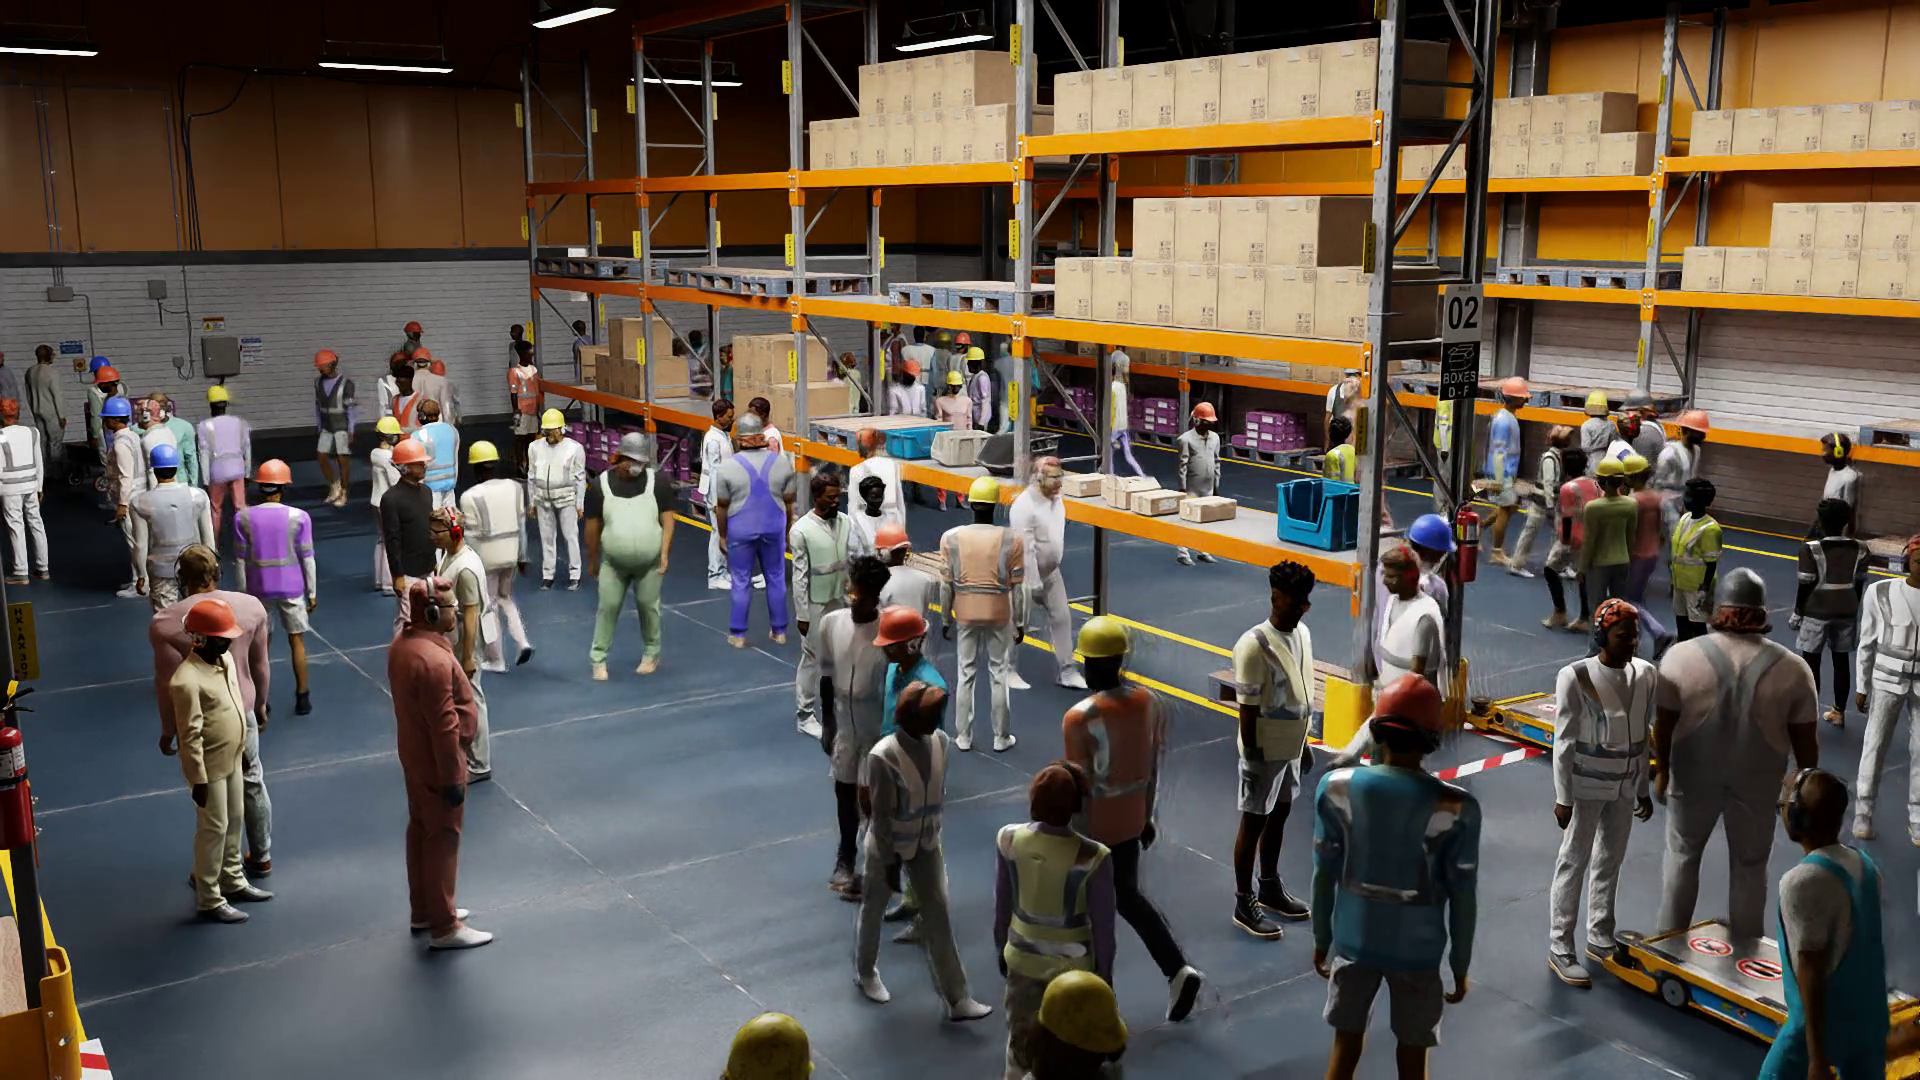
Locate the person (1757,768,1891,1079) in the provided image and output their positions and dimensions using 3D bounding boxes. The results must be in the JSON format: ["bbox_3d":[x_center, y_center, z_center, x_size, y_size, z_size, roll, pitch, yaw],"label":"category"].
[{"bbox_3d":[3.031,1.703,5.846,0.550,1.765,1.001,-6,12,-27],"label":"person"}]

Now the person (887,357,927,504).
[{"bbox_3d":[-0.700,-1.419,21.511,0.586,1.940,0.618,-6,13,-28],"label":"person"}]

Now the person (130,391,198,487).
[{"bbox_3d":[-8.132,-0.564,17.033,0.629,1.931,0.364,-5,12,-23],"label":"person"}]

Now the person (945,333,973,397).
[{"bbox_3d":[0.025,-2.193,25.370,0.385,1.929,0.543,-10,15,-41],"label":"person"}]

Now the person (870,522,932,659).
[{"bbox_3d":[-0.465,0.740,10.852,0.606,1.726,0.619,-10,15,-41],"label":"person"}]

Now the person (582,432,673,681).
[{"bbox_3d":[-2.645,0.106,13.312,0.710,2.000,0.539,-3,11,-14],"label":"person"}]

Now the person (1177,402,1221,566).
[{"bbox_3d":[2.553,-0.593,17.654,0.568,1.743,0.350,-7,13,-30],"label":"person"}]

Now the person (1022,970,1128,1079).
[{"bbox_3d":[0.253,1.955,4.759,0.892,1.691,0.562,8,14,37],"label":"person"}]

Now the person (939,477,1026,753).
[{"bbox_3d":[0.158,0.518,11.489,0.594,1.926,0.367,1,11,6],"label":"person"}]

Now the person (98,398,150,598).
[{"bbox_3d":[-8.106,-0.412,16.194,0.389,1.949,0.604,-3,12,-17],"label":"person"}]

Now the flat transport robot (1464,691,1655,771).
[{"bbox_3d":[4.309,1.319,11.641,0.652,0.197,1.431,-6,13,-30],"label":"flat transport robot"}]

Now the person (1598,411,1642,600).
[{"bbox_3d":[6.341,-0.322,15.986,0.379,1.849,0.570,3,11,13],"label":"person"}]

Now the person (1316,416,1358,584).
[{"bbox_3d":[3.819,-0.405,16.809,0.319,1.696,0.532,8,14,35],"label":"person"}]

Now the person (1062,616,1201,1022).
[{"bbox_3d":[0.735,1.295,7.614,0.593,1.900,0.769,-9,14,-39],"label":"person"}]

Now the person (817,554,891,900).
[{"bbox_3d":[-0.507,1.011,8.986,0.612,1.928,0.448,6,13,30],"label":"person"}]

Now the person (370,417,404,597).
[{"bbox_3d":[-5.580,-0.329,16.273,0.357,1.757,0.525,-9,15,-40],"label":"person"}]

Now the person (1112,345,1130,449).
[{"bbox_3d":[2.521,-2.359,26.465,0.339,1.833,0.522,-7,13,-33],"label":"person"}]

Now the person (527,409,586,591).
[{"bbox_3d":[-3.987,-0.394,16.441,0.586,1.824,0.404,1,11,8],"label":"person"}]

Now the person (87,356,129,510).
[{"bbox_3d":[-10.742,-1.353,21.023,0.391,1.944,0.603,3,12,16],"label":"person"}]

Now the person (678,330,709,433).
[{"bbox_3d":[-4.409,-2.573,27.639,0.654,1.794,0.927,5,12,25],"label":"person"}]

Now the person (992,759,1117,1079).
[{"bbox_3d":[0.354,1.654,6.447,0.526,1.631,0.316,7,13,30],"label":"person"}]

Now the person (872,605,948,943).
[{"bbox_3d":[-0.270,1.184,8.569,0.355,1.739,0.571,-5,12,-25],"label":"person"}]

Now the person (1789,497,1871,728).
[{"bbox_3d":[6.258,0.535,12.008,0.532,1.693,0.319,-1,11,-6],"label":"person"}]

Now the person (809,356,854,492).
[{"bbox_3d":[-1.690,-1.541,22.252,0.607,1.844,0.543,0,11,1],"label":"person"}]

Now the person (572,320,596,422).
[{"bbox_3d":[-6.436,-2.797,28.458,0.374,1.933,0.625,2,11,11],"label":"person"}]

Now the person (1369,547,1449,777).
[{"bbox_3d":[2.648,0.923,9.728,0.603,1.814,0.575,-2,11,-8],"label":"person"}]

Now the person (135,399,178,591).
[{"bbox_3d":[-7.947,-0.441,16.455,0.399,1.908,0.643,-2,11,-12],"label":"person"}]

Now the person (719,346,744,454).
[{"bbox_3d":[-3.282,-1.892,24.075,0.387,1.837,0.560,-5,12,-26],"label":"person"}]

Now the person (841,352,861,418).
[{"bbox_3d":[-1.688,-2.044,25.357,0.265,1.631,0.507,7,13,31],"label":"person"}]

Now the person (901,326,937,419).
[{"bbox_3d":[-0.666,-2.524,27.090,0.597,1.915,0.370,1,11,4],"label":"person"}]

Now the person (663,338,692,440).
[{"bbox_3d":[-4.327,-2.185,25.567,0.411,1.828,0.519,5,12,25],"label":"person"}]

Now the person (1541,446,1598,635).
[{"bbox_3d":[5.413,-0.004,14.779,0.554,1.672,0.548,-9,14,-39],"label":"person"}]

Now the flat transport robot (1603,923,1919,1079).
[{"bbox_3d":[3.774,2.097,7.662,0.652,0.197,1.431,-6,13,-29],"label":"flat transport robot"}]

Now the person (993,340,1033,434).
[{"bbox_3d":[0.768,-2.057,24.800,0.625,1.893,1.034,2,11,12],"label":"person"}]

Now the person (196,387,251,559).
[{"bbox_3d":[-7.932,-0.711,17.908,0.988,1.870,0.618,10,15,41],"label":"person"}]

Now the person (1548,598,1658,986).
[{"bbox_3d":[3.119,1.212,8.060,0.575,1.882,0.355,-5,12,-22],"label":"person"}]

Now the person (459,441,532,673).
[{"bbox_3d":[-3.768,0.147,13.431,0.428,1.910,0.608,9,14,38],"label":"person"}]

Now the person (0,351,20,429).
[{"bbox_3d":[-14.239,-1.984,24.799,0.390,1.733,0.638,-5,12,-25],"label":"person"}]

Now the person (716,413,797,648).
[{"bbox_3d":[-1.770,-0.098,14.354,0.690,2.000,0.536,-4,12,-19],"label":"person"}]

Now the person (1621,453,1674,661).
[{"bbox_3d":[5.662,0.163,13.769,0.552,1.738,0.587,-9,14,-38],"label":"person"}]

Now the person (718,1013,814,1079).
[{"bbox_3d":[-0.500,2.033,4.255,0.489,1.729,0.323,4,12,20],"label":"person"}]

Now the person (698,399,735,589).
[{"bbox_3d":[-2.387,-0.454,16.534,0.409,1.907,0.598,0,11,-1],"label":"person"}]

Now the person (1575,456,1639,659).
[{"bbox_3d":[5.249,0.198,13.540,0.524,1.769,0.315,-4,12,-20],"label":"person"}]

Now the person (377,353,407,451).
[{"bbox_3d":[-7.518,-1.571,22.335,0.568,1.878,0.351,-9,14,-40],"label":"person"}]
